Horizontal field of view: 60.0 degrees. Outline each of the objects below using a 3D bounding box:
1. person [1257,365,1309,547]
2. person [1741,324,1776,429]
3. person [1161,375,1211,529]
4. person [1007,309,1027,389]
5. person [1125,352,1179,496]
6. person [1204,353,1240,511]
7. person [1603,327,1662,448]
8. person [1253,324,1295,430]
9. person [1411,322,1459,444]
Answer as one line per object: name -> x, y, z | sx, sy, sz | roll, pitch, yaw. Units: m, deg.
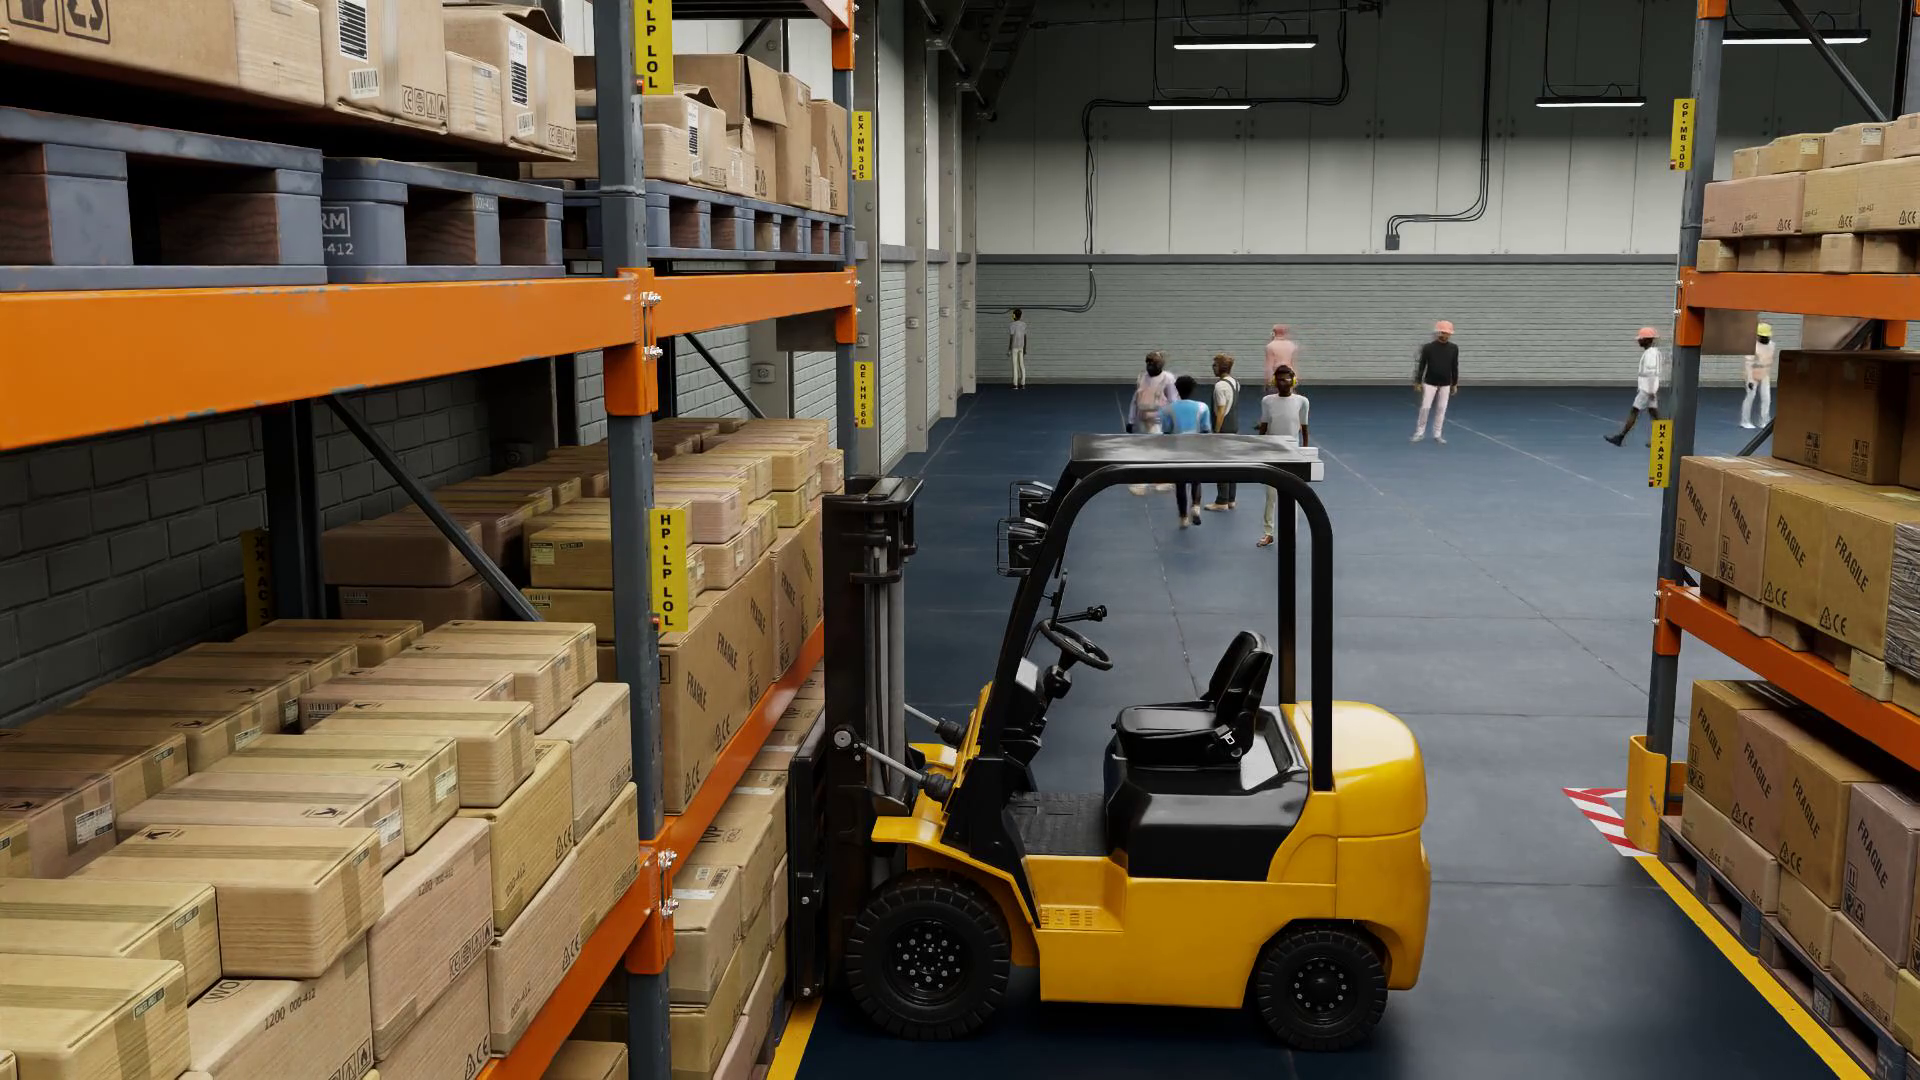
person -> 3.276, -0.846, 16.897 | 0.533, 1.866, 0.315 | 4, 10, 22
person -> 13.907, -2.827, 28.925 | 0.599, 1.852, 0.916 | -2, 10, -11
person -> 2.451, -0.954, 18.092 | 0.544, 1.676, 0.365 | 1, 9, 6
person -> 1.321, -4.445, 38.696 | 0.538, 1.869, 0.312 | -7, 11, -35
person -> 2.408, -1.461, 20.874 | 0.978, 1.793, 0.629 | -7, 12, -37
person -> 3.075, -1.256, 19.440 | 0.331, 1.844, 0.520 | 6, 11, 31
person -> 10.676, -2.385, 26.127 | 0.978, 1.891, 0.571 | 4, 10, 23
person -> 5.516, -2.788, 28.697 | 0.663, 1.865, 0.989 | -6, 11, -31
person -> 7.682, -2.531, 26.833 | 0.690, 1.972, 0.514 | 0, 9, -3
